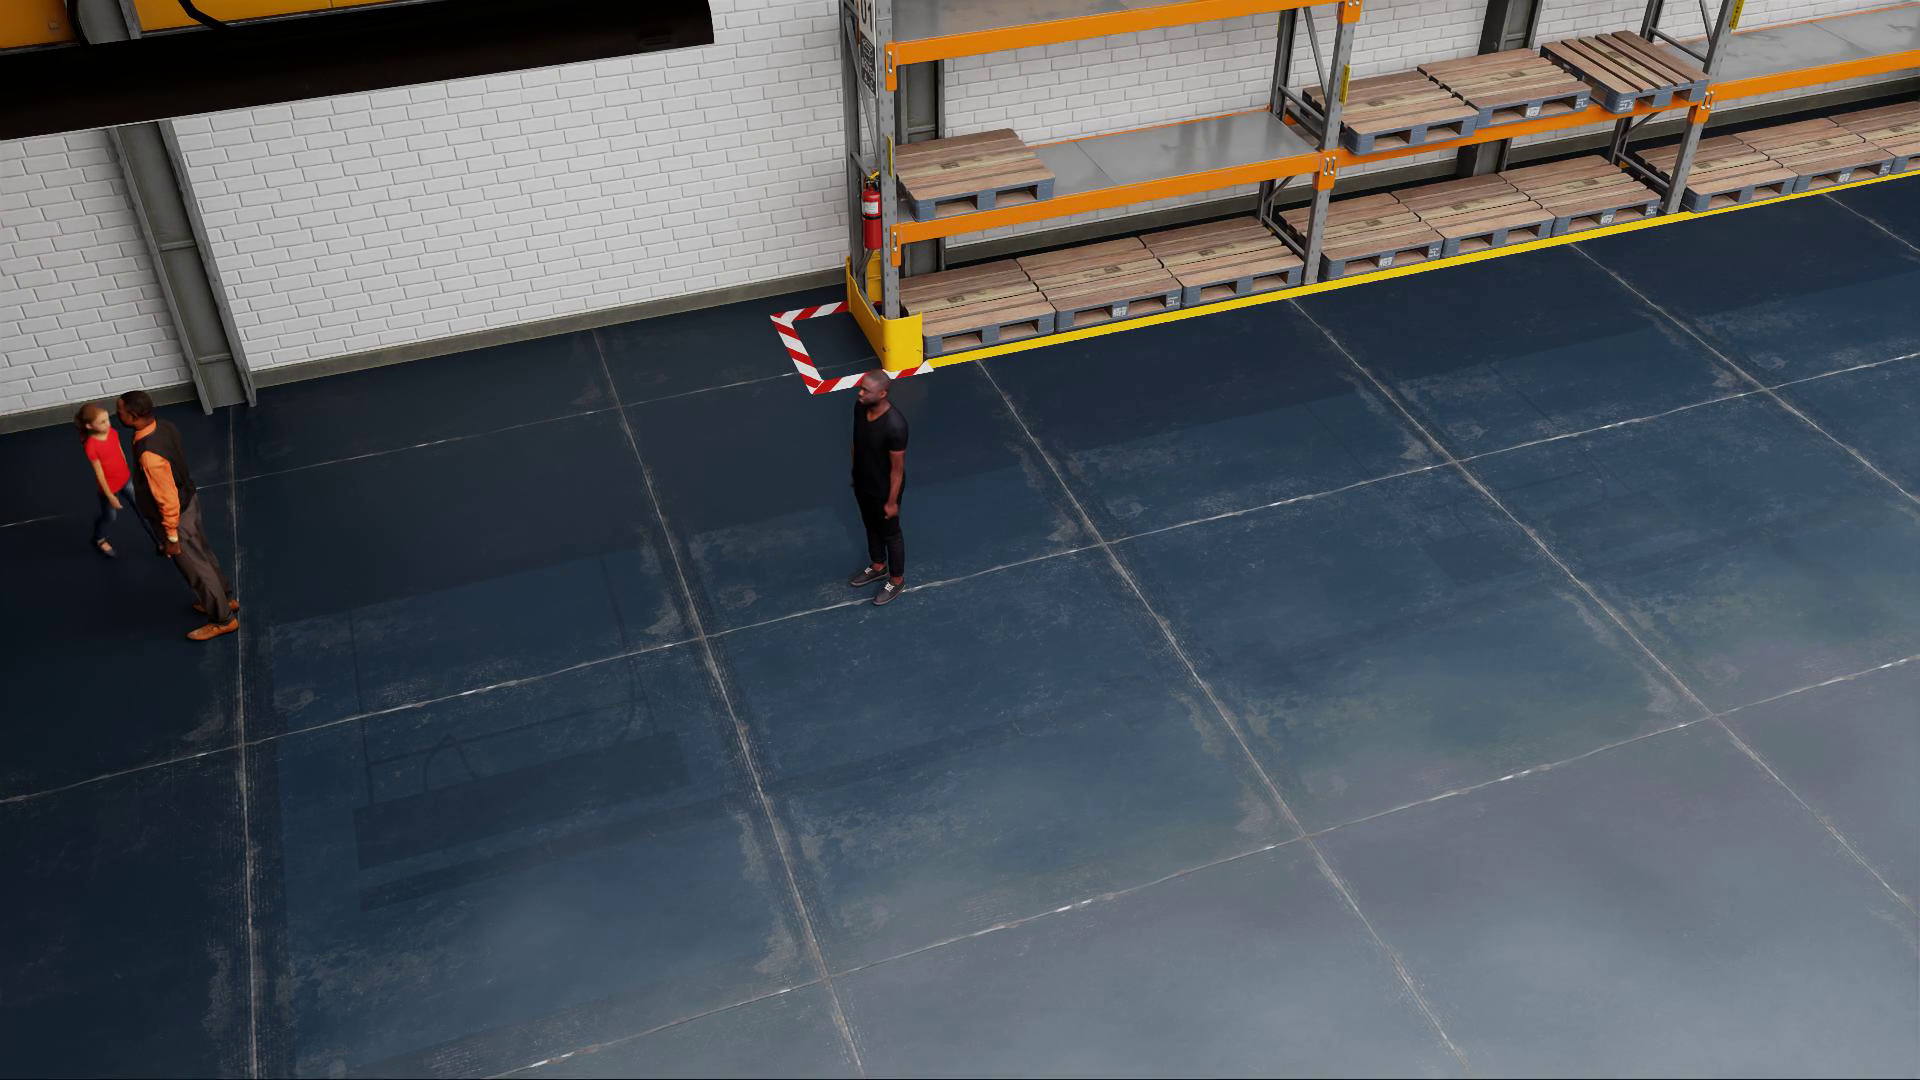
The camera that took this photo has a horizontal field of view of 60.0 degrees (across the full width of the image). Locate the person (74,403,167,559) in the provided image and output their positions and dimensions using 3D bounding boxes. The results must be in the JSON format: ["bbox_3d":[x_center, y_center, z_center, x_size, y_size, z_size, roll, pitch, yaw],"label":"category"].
[{"bbox_3d":[-6.010,-0.394,11.698,0.934,1.295,0.818,12,40,15],"label":"person"}]

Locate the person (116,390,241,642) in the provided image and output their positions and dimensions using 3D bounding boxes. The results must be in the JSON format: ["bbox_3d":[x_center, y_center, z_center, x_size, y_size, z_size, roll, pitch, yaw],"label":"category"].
[{"bbox_3d":[-5.138,-0.173,10.930,0.623,1.908,0.712,-9,40,-11],"label":"person"}]

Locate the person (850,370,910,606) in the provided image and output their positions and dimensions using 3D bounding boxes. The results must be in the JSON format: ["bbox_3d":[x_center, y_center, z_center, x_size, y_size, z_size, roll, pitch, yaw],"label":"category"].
[{"bbox_3d":[-0.542,-0.380,11.260,0.684,1.820,0.734,-27,46,-30],"label":"person"}]
